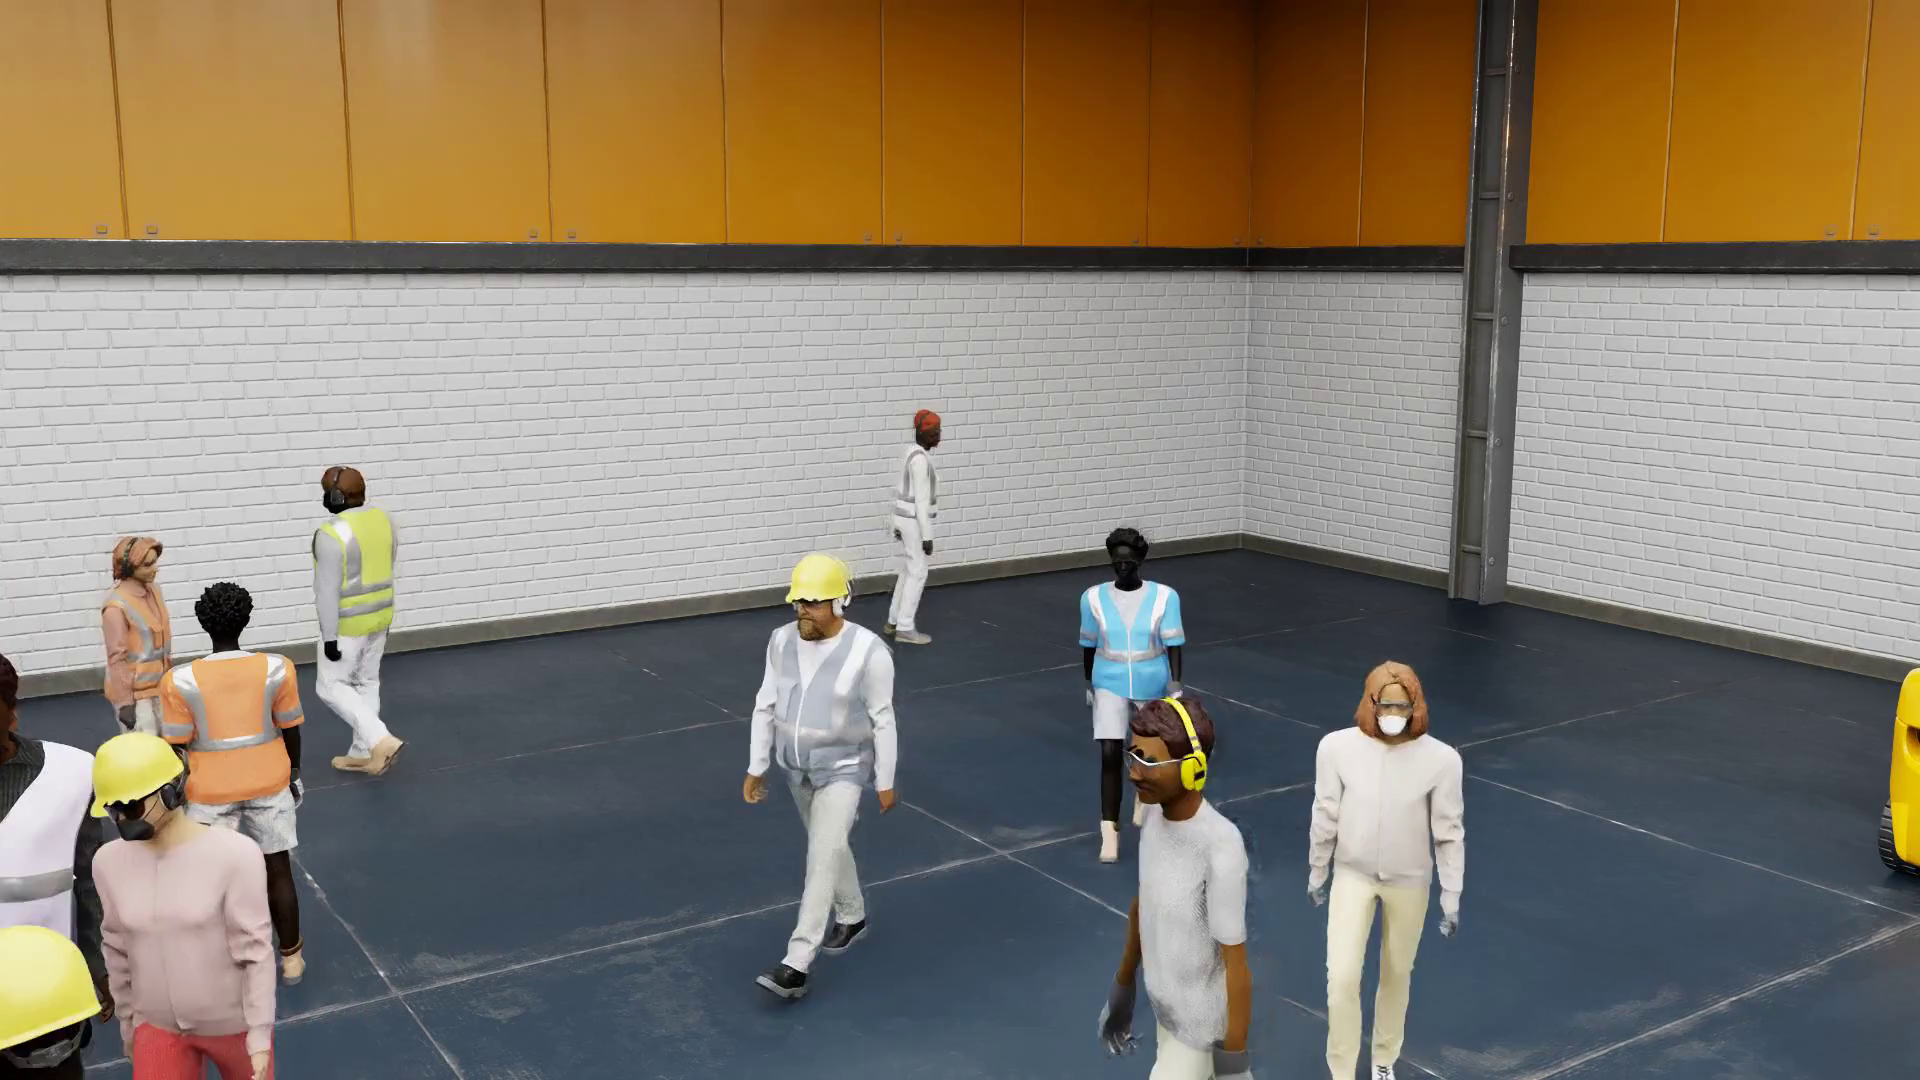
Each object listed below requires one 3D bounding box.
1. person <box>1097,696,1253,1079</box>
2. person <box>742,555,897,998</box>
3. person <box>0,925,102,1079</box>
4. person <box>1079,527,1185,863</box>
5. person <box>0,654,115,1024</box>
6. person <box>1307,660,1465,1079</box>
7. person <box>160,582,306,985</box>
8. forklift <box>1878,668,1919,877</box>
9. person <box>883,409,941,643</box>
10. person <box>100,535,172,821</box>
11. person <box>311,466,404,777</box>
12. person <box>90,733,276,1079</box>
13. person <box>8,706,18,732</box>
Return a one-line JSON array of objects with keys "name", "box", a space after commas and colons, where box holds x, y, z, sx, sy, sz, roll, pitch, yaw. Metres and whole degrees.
[{"name": "person", "box": [0.577, 1.314, 4.483, 0.460, 1.852, 0.536, -2, 10, -10]}, {"name": "person", "box": [-0.611, 0.947, 6.867, 0.601, 1.778, 0.947, 6, 11, 31]}, {"name": "person", "box": [-1.473, 1.586, 2.806, 0.598, 1.873, 0.982, -7, 11, -35]}, {"name": "person", "box": [0.873, 0.741, 8.497, 0.534, 1.656, 0.864, 1, 9, 7]}, {"name": "person", "box": [-2.734, 1.236, 4.750, 0.588, 1.913, 0.391, -6, 11, -32]}, {"name": "person", "box": [1.462, 1.217, 5.740, 0.523, 1.610, 0.595, 3, 10, 15]}, {"name": "person", "box": [-2.932, 1.011, 6.751, 0.540, 1.695, 0.317, -6, 11, -33]}, {"name": "forklift", "box": [5.511, 0.571, 7.906, 2.313, 2.155, 1.214, -6, 11, -33]}, {"name": "person", "box": [-0.368, -0.108, 13.020, 0.440, 1.854, 0.668, -1, 9, -7]}, {"name": "person", "box": [-4.152, 0.772, 8.389, 0.419, 1.623, 0.528, -1, 9, -3]}, {"name": "person", "box": [-3.448, 0.481, 9.554, 0.542, 1.828, 0.635, 4, 10, 20]}, {"name": "person", "box": [-2.149, 1.337, 4.736, 0.539, 1.706, 0.888, 0, 9, 0]}, {"name": "person", "box": [-3.353, 1.233, 5.739, 0.890, 1.574, 0.513, 1, 9, 5]}]
